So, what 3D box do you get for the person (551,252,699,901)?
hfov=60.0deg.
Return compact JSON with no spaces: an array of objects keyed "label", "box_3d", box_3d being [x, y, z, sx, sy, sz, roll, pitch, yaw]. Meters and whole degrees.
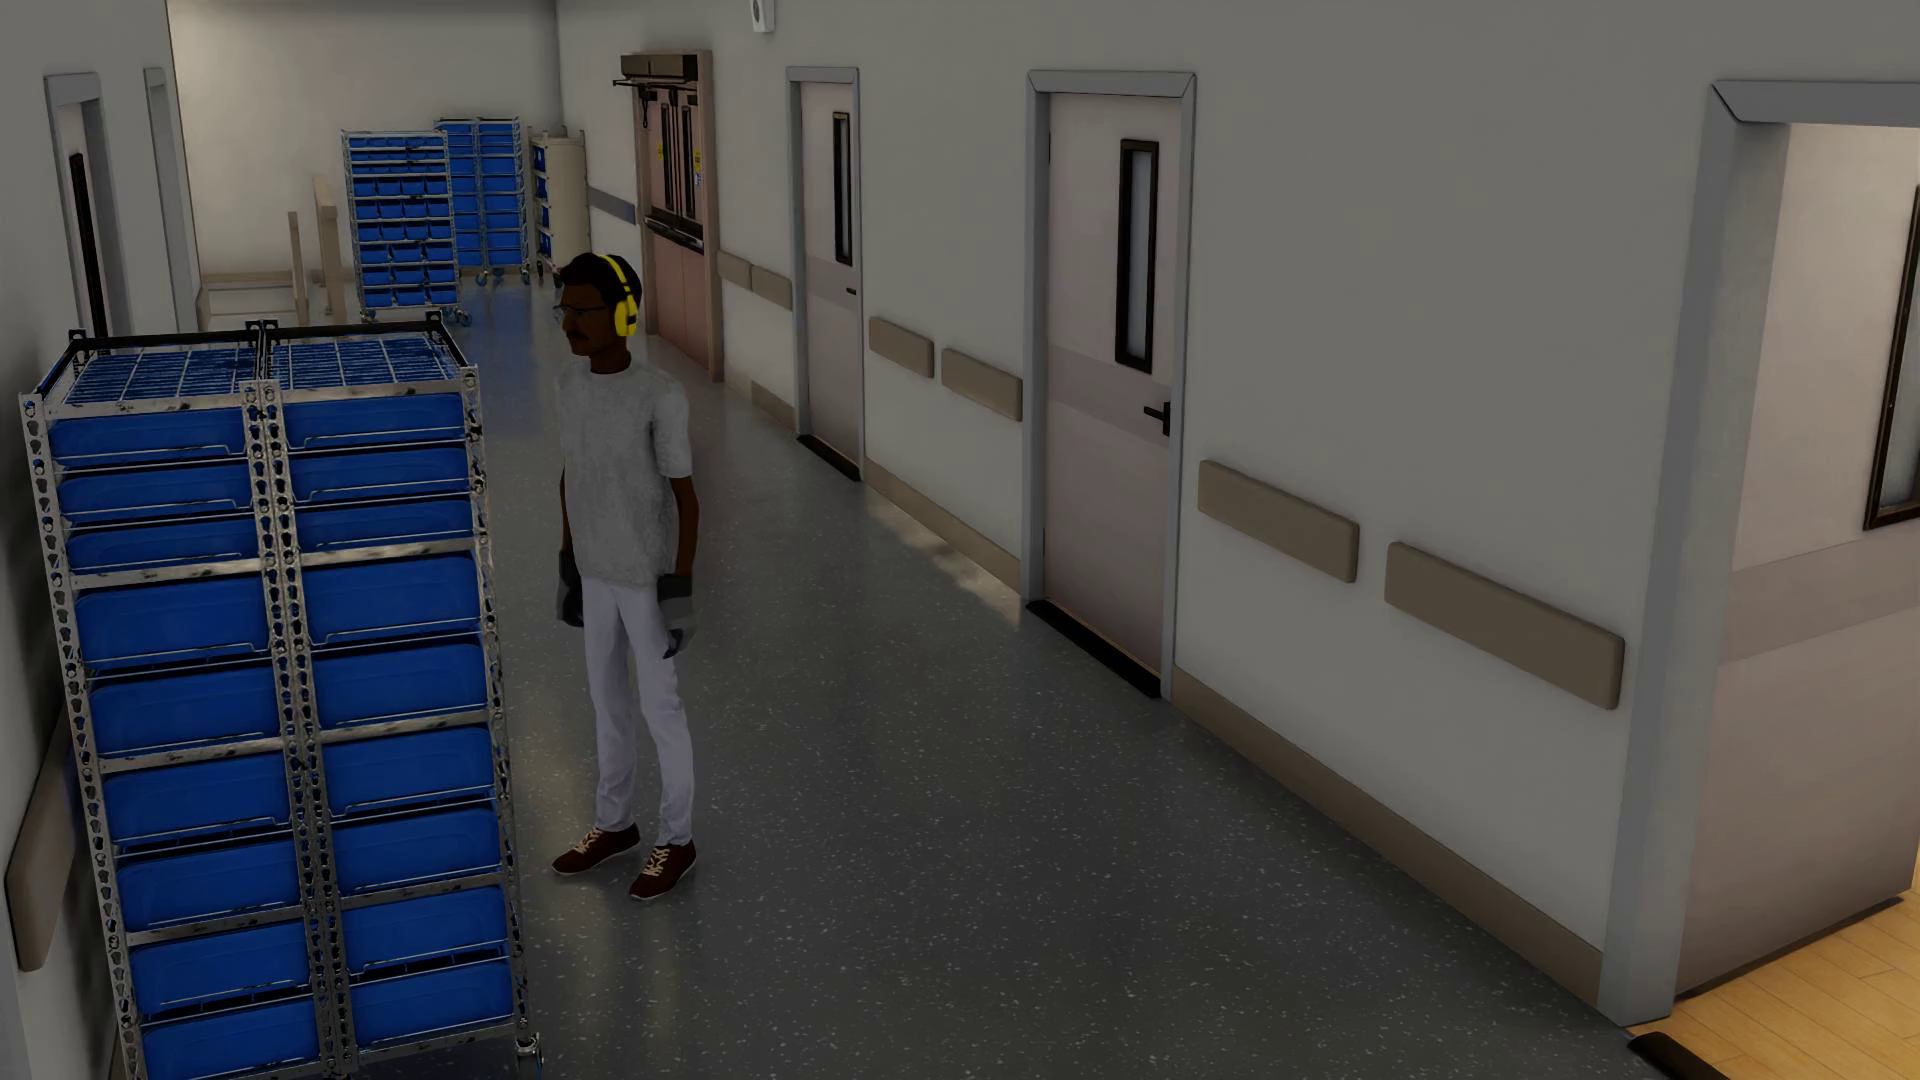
[{"label":"person","box_3d":[-0.965,0.117,4.756,0.519,1.873,0.335,11,19,33]}]
